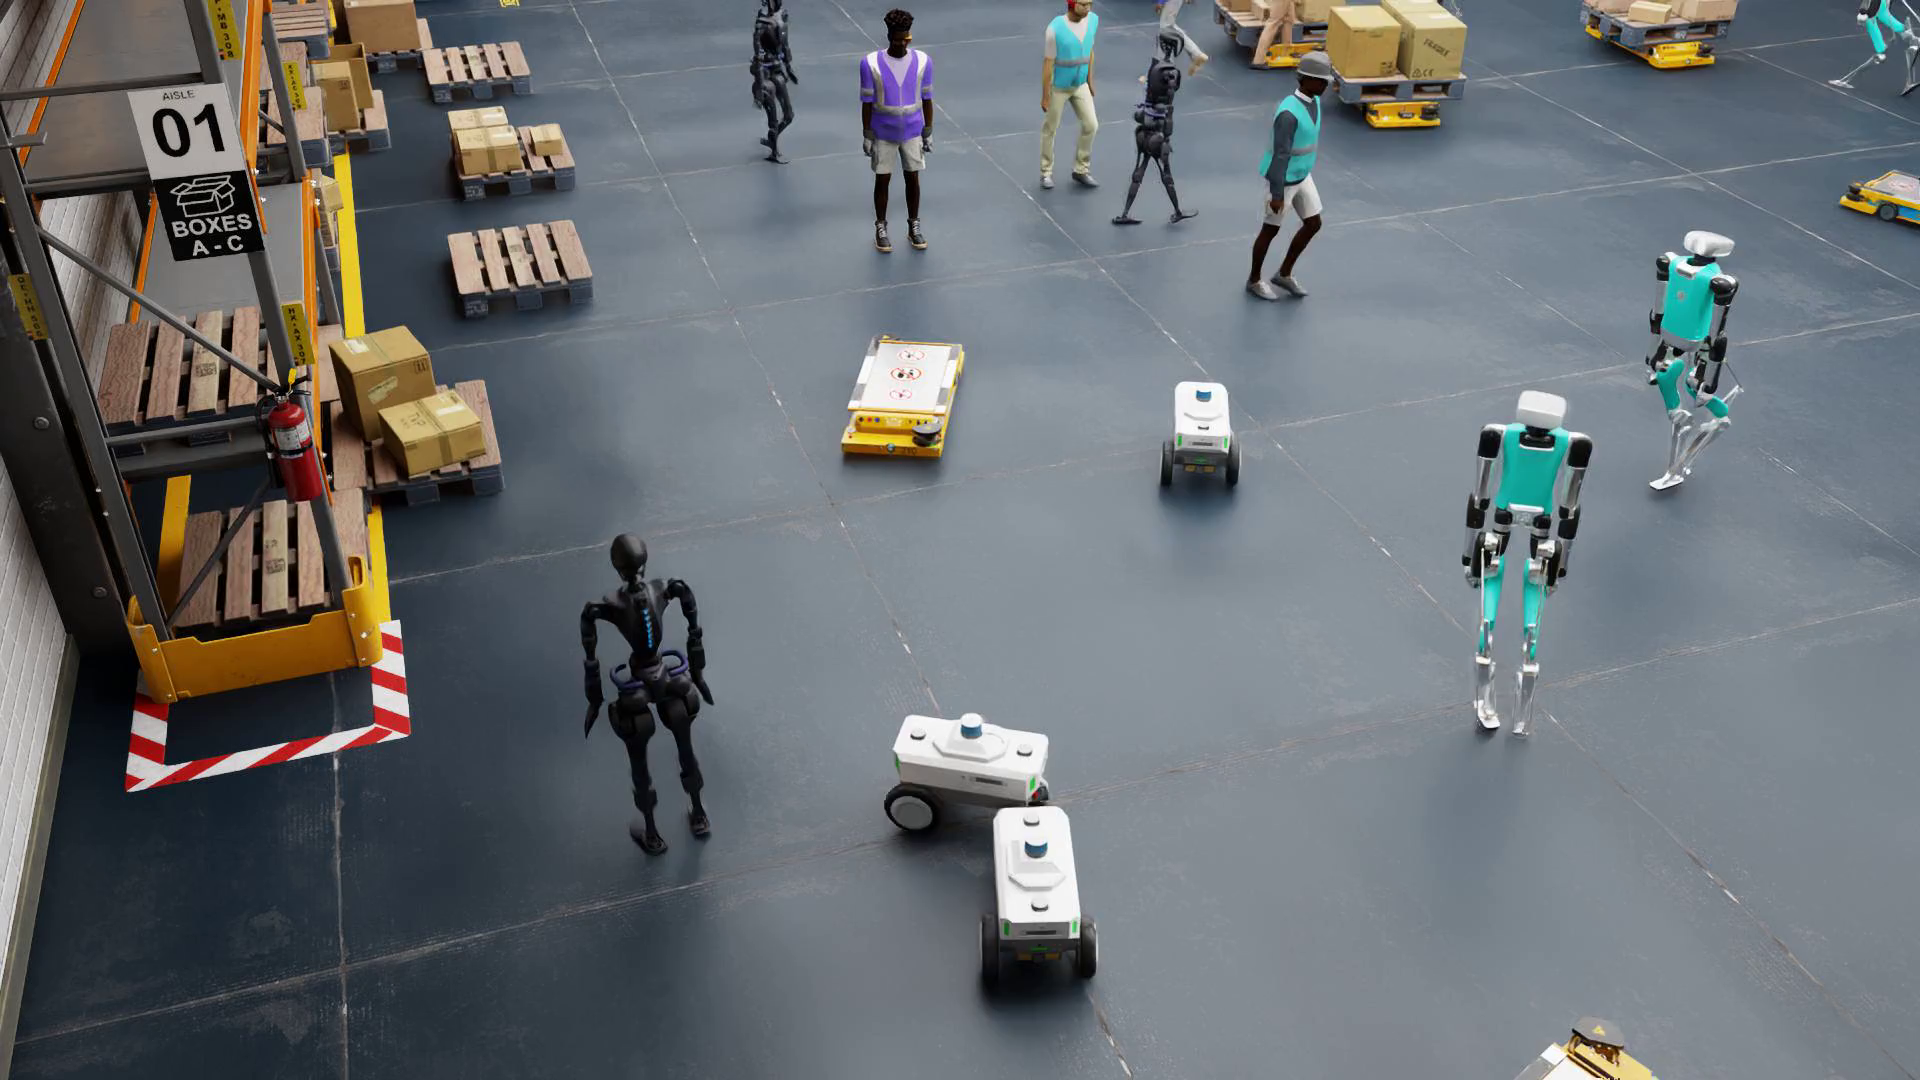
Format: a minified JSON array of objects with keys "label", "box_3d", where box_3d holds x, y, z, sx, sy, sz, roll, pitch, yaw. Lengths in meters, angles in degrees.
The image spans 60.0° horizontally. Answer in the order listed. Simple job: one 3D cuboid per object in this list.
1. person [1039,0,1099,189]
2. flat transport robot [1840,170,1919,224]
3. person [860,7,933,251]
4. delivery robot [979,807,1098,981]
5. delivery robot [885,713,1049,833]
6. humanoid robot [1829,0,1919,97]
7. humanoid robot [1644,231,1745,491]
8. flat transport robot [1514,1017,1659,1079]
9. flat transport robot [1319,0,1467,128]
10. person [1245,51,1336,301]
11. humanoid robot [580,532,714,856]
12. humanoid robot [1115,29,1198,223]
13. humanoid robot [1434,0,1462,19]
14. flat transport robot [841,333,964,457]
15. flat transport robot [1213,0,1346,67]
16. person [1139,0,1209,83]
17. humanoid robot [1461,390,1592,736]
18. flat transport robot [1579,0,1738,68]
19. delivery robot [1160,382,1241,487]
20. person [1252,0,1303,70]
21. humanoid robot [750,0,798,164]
[{"label":"person","box_3d":[0.966,-3.926,14.473,0.597,1.810,0.599,-23,40,-31]},{"label":"flat transport robot","box_3d":[8.377,-2.821,14.185,0.659,0.231,1.431,-27,42,-35]},{"label":"person","box_3d":[-0.496,-3.285,13.353,0.602,1.958,0.375,-8,34,-12]},{"label":"delivery robot","box_3d":[0.327,1.514,7.253,0.499,0.571,0.756,-1,33,-1]},{"label":"delivery robot","box_3d":[0.030,1.091,7.934,0.794,0.606,0.499,7,34,11]},{"label":"humanoid robot","box_3d":[9.457,-5.303,16.672,0.535,1.764,0.978,-27,42,-35]},{"label":"humanoid robot","box_3d":[4.541,-1.026,10.186,0.774,1.902,0.547,-16,36,-23]},{"label":"flat transport robot","box_3d":[2.230,2.379,6.210,1.431,0.231,0.659,-25,41,-33]},{"label":"flat transport robot","box_3d":[4.271,-4.457,16.694,0.659,0.231,1.431,-3,33,-5]},{"label":"person","box_3d":[2.503,-2.704,12.495,0.617,1.909,0.695,23,39,31]},{"label":"humanoid robot","box_3d":[-1.410,0.687,7.502,0.599,1.657,0.325,-17,37,-24]},{"label":"humanoid robot","box_3d":[1.666,-3.428,13.859,0.729,1.625,0.617,-7,34,-10]},{"label":"humanoid robot","box_3d":[4.962,-5.458,16.975,0.748,1.896,0.549,3,33,4]},{"label":"flat transport robot","box_3d":[-0.371,-1.006,11.402,0.659,0.231,1.431,4,33,5]},{"label":"flat transport robot","box_3d":[3.494,-5.503,18.298,0.659,0.231,1.431,-6,34,-8]},{"label":"person","box_3d":[2.228,-5.584,16.987,0.583,1.852,0.462,10,34,15]},{"label":"humanoid robot","box_3d":[2.735,0.218,8.223,0.537,1.812,0.815,8,34,12]},{"label":"flat transport robot","box_3d":[7.581,-5.500,18.294,0.659,0.231,1.431,-8,34,-13]},{"label":"delivery robot","box_3d":[1.553,-0.697,10.668,0.519,0.598,0.769,3,33,5]},{"label":"person","box_3d":[3.450,-5.751,17.414,0.720,1.636,0.480,-5,33,-8]},{"label":"humanoid robot","box_3d":[-1.710,-4.207,15.027,0.416,1.637,0.619,15,36,22]}]
